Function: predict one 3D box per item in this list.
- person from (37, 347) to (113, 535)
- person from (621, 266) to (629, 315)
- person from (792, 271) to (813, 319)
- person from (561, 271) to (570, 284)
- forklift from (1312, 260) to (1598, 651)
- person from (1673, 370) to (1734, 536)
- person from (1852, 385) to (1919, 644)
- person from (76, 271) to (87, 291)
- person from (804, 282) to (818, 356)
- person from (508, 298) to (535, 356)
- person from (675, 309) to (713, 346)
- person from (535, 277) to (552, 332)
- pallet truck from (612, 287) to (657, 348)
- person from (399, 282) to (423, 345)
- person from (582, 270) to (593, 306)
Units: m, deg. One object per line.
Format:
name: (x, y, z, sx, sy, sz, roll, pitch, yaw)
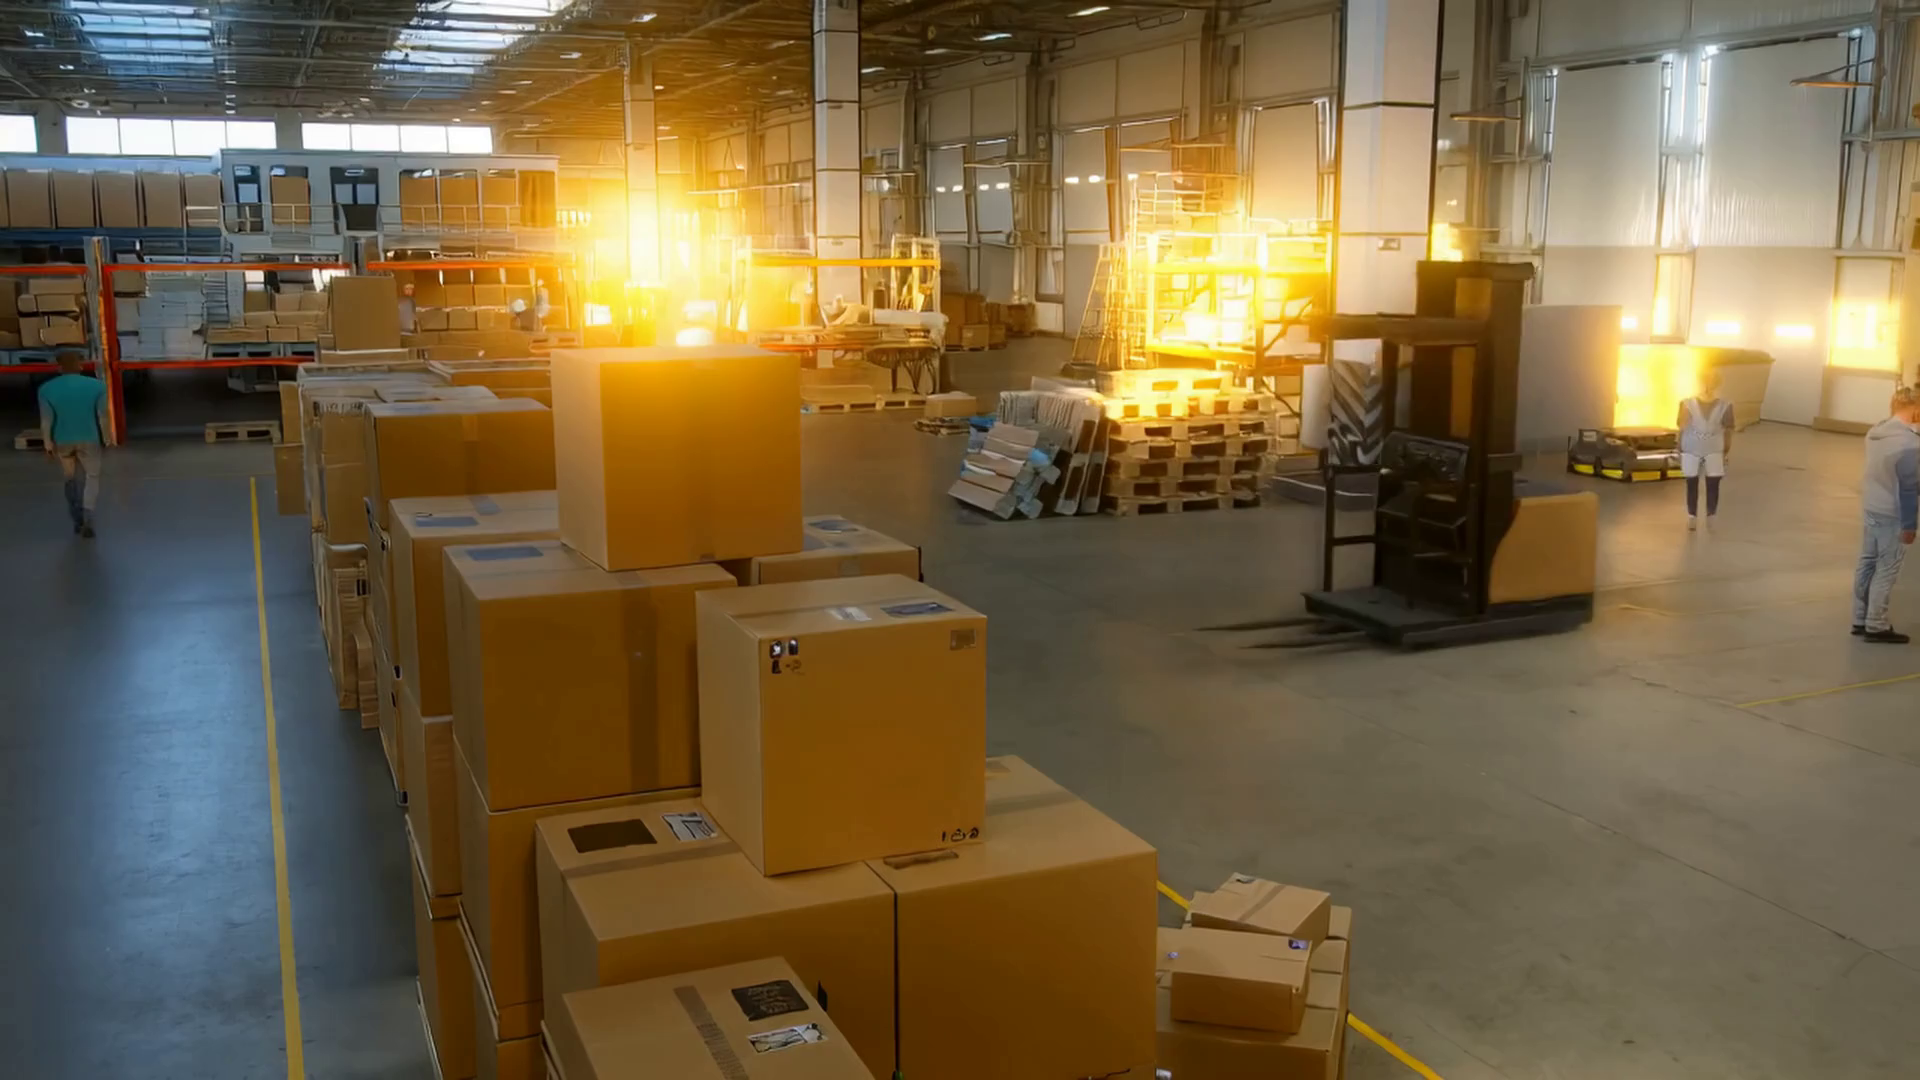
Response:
person: (-8.863, -0.967, 16.685, 0.635, 1.918, 0.708, -4, 11, -21)
person: (-12.953, -9.746, 65.001, 0.620, 1.943, 0.412, 2, 10, 10)
person: (-5.798, -9.154, 62.143, 0.976, 1.789, 0.640, 2, 10, 10)
person: (-14.989, -9.329, 63.238, 0.299, 1.745, 0.483, 2, 11, 13)
forklift: (3.823, -0.712, 12.611, 1.873, 2.768, 1.129, -4, 11, -23)
person: (7.510, -0.877, 16.842, 0.541, 1.679, 0.582, 5, 11, 26)
person: (6.910, -0.184, 12.346, 0.387, 1.929, 0.634, 0, 10, 3)
person: (-28.949, -7.915, 54.831, 0.606, 1.966, 0.367, 10, 14, 43)
person: (-3.685, -5.632, 42.474, 0.601, 1.879, 0.600, -2, 10, -10)
person: (-8.613, -3.823, 32.611, 0.429, 1.845, 0.633, 6, 12, 28)
person: (-4.245, -2.726, 26.457, 0.612, 1.876, 0.954, -3, 11, -17)
person: (-11.615, -6.351, 46.284, 0.362, 1.939, 0.542, 7, 13, 34)
pallet truck: (-6.464, -4.406, 35.401, 0.823, 1.965, 1.885, 6, 12, 32)
person: (-13.628, -5.446, 41.346, 0.721, 1.915, 0.628, 5, 11, 26)
person: (-13.364, -8.696, 59.404, 0.604, 1.861, 0.675, 2, 10, 9)
